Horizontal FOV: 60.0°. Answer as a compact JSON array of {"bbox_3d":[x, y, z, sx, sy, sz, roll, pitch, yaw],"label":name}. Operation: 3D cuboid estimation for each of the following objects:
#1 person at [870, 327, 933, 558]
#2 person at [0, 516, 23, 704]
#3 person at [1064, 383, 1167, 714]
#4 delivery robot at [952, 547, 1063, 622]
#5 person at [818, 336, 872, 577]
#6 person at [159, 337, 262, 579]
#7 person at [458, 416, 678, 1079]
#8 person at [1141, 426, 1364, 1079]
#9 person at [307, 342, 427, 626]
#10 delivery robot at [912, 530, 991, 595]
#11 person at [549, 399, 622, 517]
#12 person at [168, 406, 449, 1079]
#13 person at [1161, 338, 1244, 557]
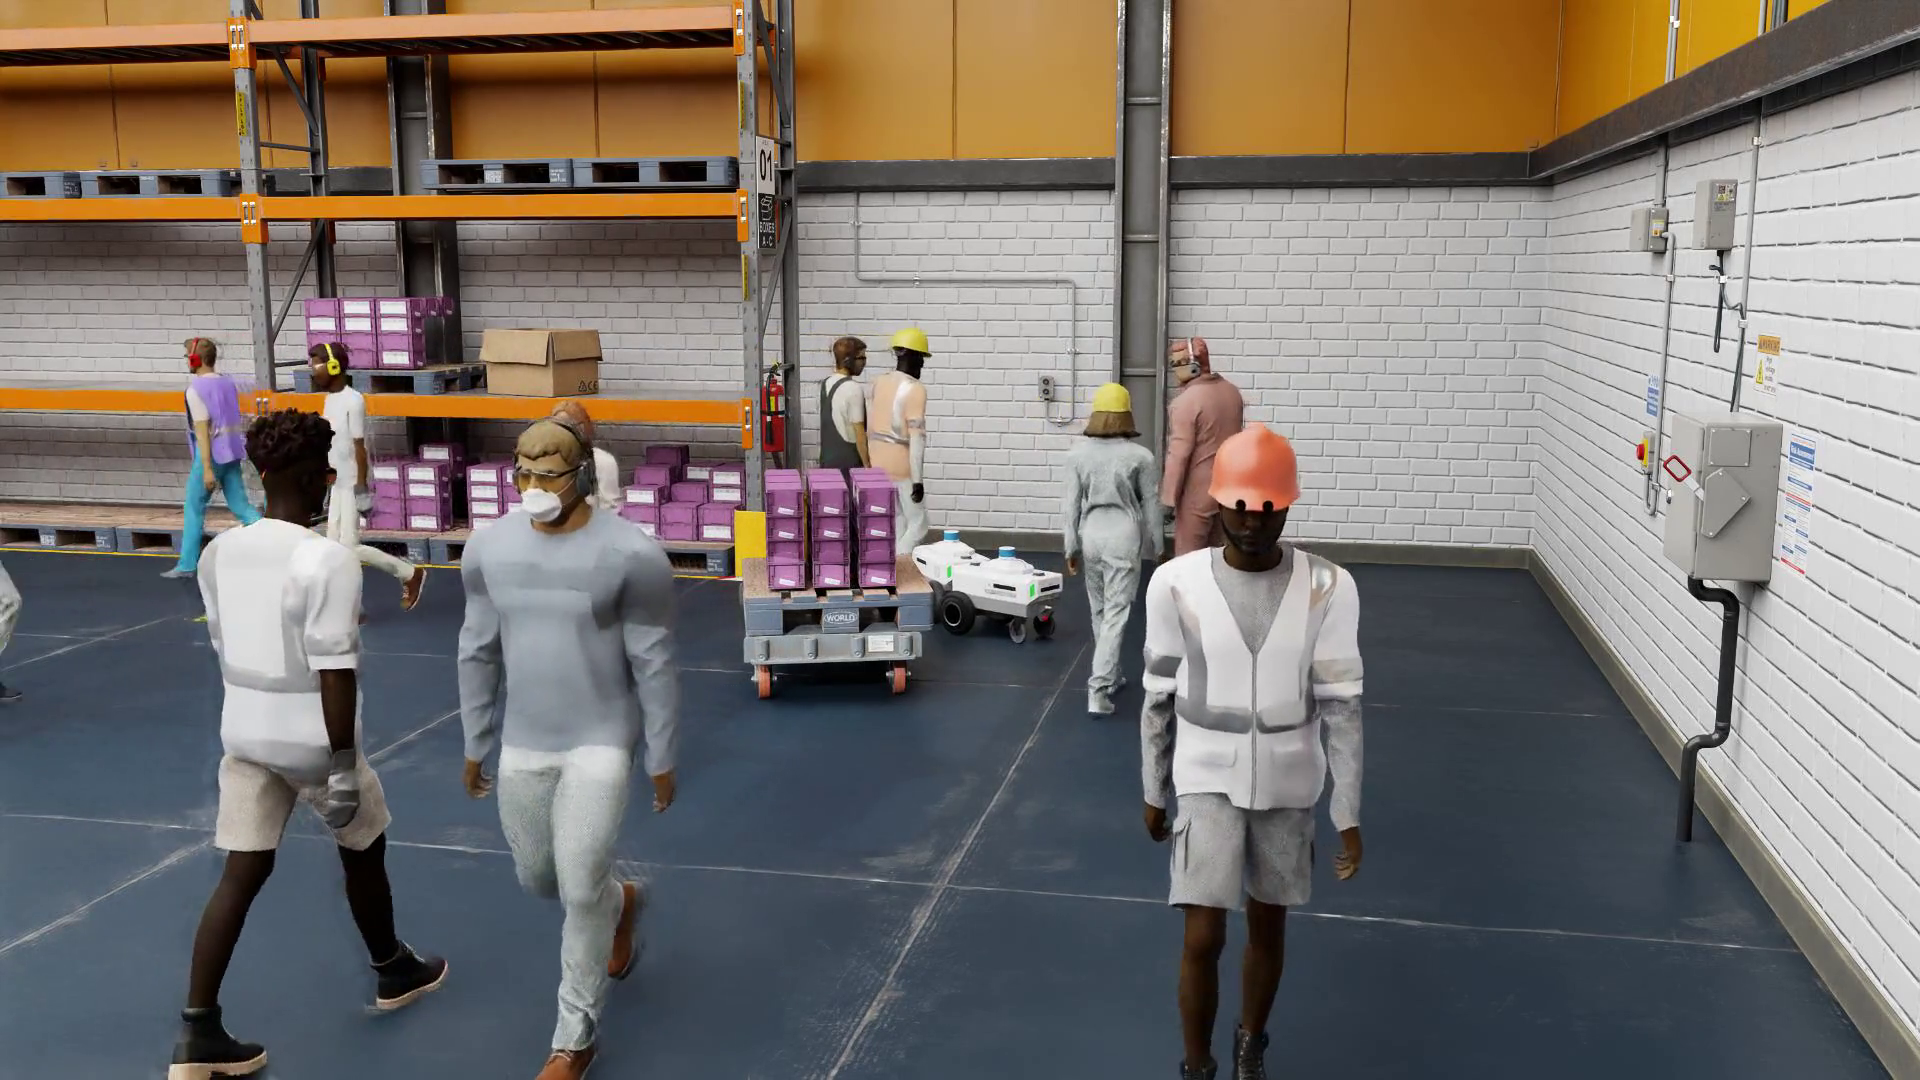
[{"bbox_3d":[-0.388,-0.490,11.305,0.431,1.909,0.611,-7,11,-35],"label":"person"},{"bbox_3d":[-5.176,-0.010,8.652,0.619,1.806,0.507,8,12,40],"label":"person"},{"bbox_3d":[0.795,0.040,8.716,0.489,1.715,0.820,5,11,28],"label":"person"},{"bbox_3d":[0.293,0.286,10.371,0.707,0.478,0.477,9,13,41],"label":"delivery robot"},{"bbox_3d":[-0.804,-0.505,11.612,0.500,1.828,0.519,-7,12,-37],"label":"person"},{"bbox_3d":[-5.406,-0.586,12.180,0.958,1.802,0.582,1,10,8],"label":"person"},{"bbox_3d":[-1.108,0.574,4.867,0.652,1.913,0.789,2,10,13],"label":"person"},{"bbox_3d":[0.754,0.662,4.301,0.560,1.910,0.699,1,9,4],"label":"person"},{"bbox_3d":[-3.832,-0.346,10.607,0.644,1.838,0.520,-8,13,-42],"label":"person"},{"bbox_3d":[-0.057,0.179,11.014,0.477,0.478,0.707,-4,10,-21],"label":"delivery robot"},{"bbox_3d":[-2.005,0.043,8.901,0.515,1.619,0.463,2,10,14],"label":"person"},{"bbox_3d":[-1.960,0.573,4.853,0.617,1.925,1.005,4,10,24],"label":"person"},{"bbox_3d":[1.461,-0.304,10.253,0.743,1.874,0.497,-9,13,-44],"label":"person"}]
